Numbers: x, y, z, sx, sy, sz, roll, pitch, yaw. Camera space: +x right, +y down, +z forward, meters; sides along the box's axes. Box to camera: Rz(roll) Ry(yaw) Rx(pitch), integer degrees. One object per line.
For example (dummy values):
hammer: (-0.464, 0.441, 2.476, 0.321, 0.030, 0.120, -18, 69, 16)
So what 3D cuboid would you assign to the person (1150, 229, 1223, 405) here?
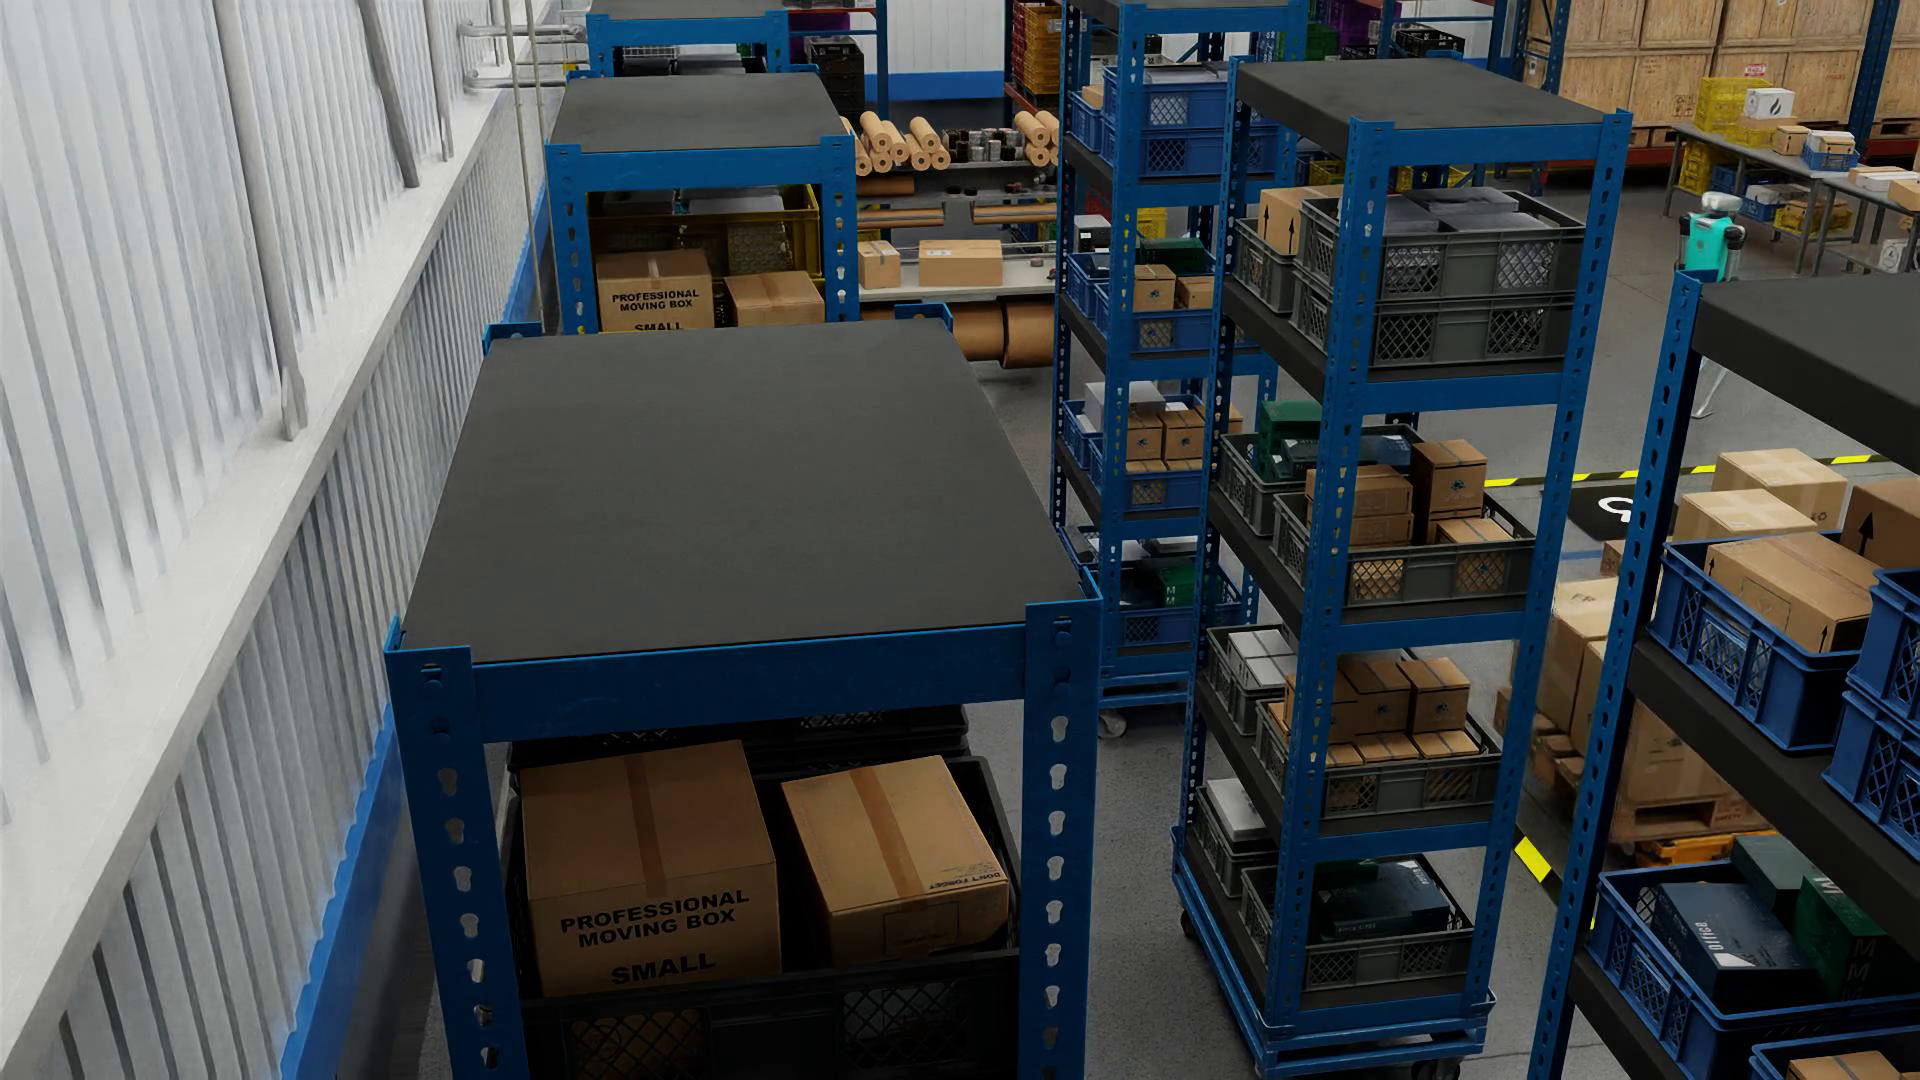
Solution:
person: (1.465, -1.101, 10.805, 0.588, 1.846, 0.406, -2, 25, -4)

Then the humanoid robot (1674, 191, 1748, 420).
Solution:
humanoid robot: (5.556, -1.729, 12.139, 0.735, 1.677, 0.533, -12, 27, -24)

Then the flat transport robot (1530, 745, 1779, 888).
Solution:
flat transport robot: (3.249, 1.155, 7.755, 0.652, 0.197, 1.431, -4, 25, -8)
